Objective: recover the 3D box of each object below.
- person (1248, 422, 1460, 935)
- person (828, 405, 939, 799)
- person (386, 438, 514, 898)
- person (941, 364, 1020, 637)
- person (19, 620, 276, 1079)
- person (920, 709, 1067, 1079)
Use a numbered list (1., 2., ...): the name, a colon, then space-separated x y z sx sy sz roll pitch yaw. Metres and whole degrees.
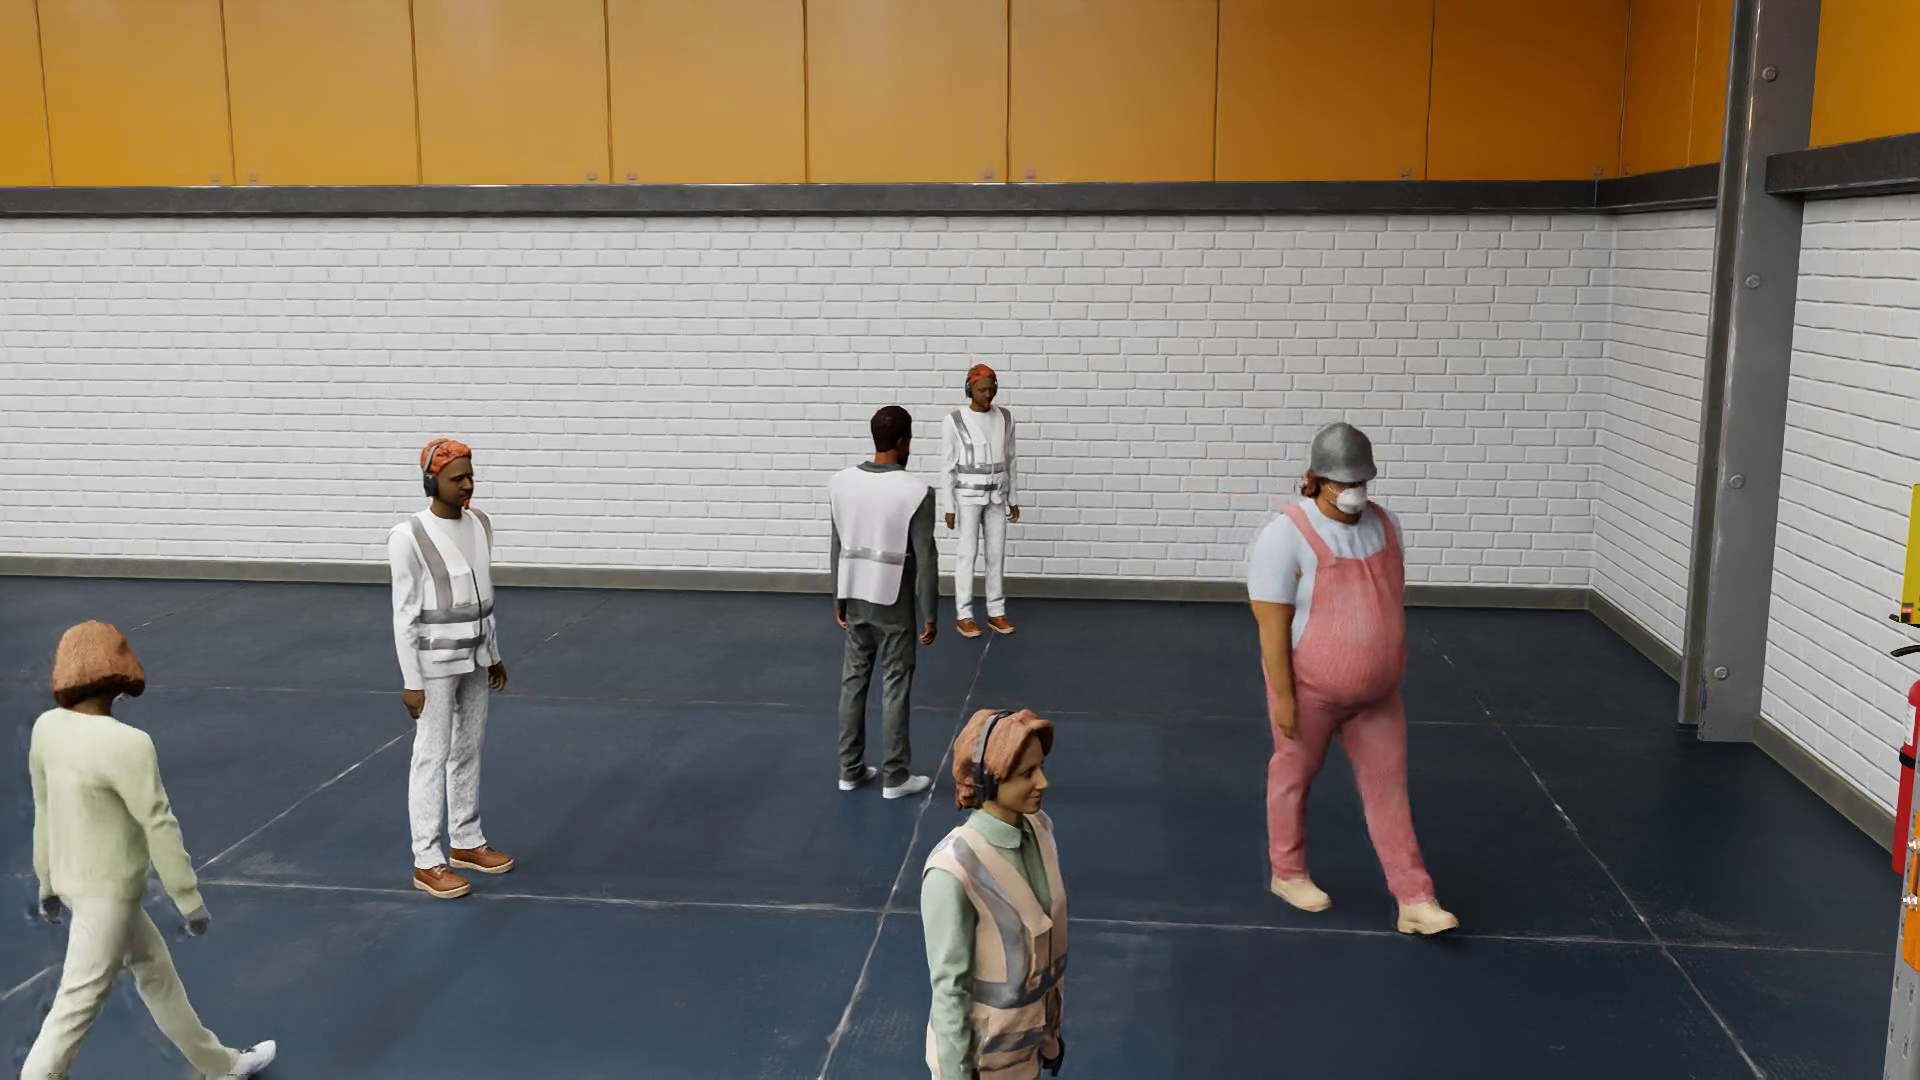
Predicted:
1. person: 1.515 0.528 6.386 0.697 2.000 0.952 -4 11 -24
2. person: -0.378 0.304 8.077 0.595 1.908 0.410 6 11 30
3. person: -2.107 0.517 6.902 0.338 1.882 0.582 4 11 22
4. person: 0.143 -0.269 11.432 0.584 1.879 0.367 -6 11 -30
5. person: -2.481 1.021 4.885 0.551 1.578 0.894 7 12 36
6. person: 0.083 1.180 3.797 0.310 1.642 0.514 5 11 27
